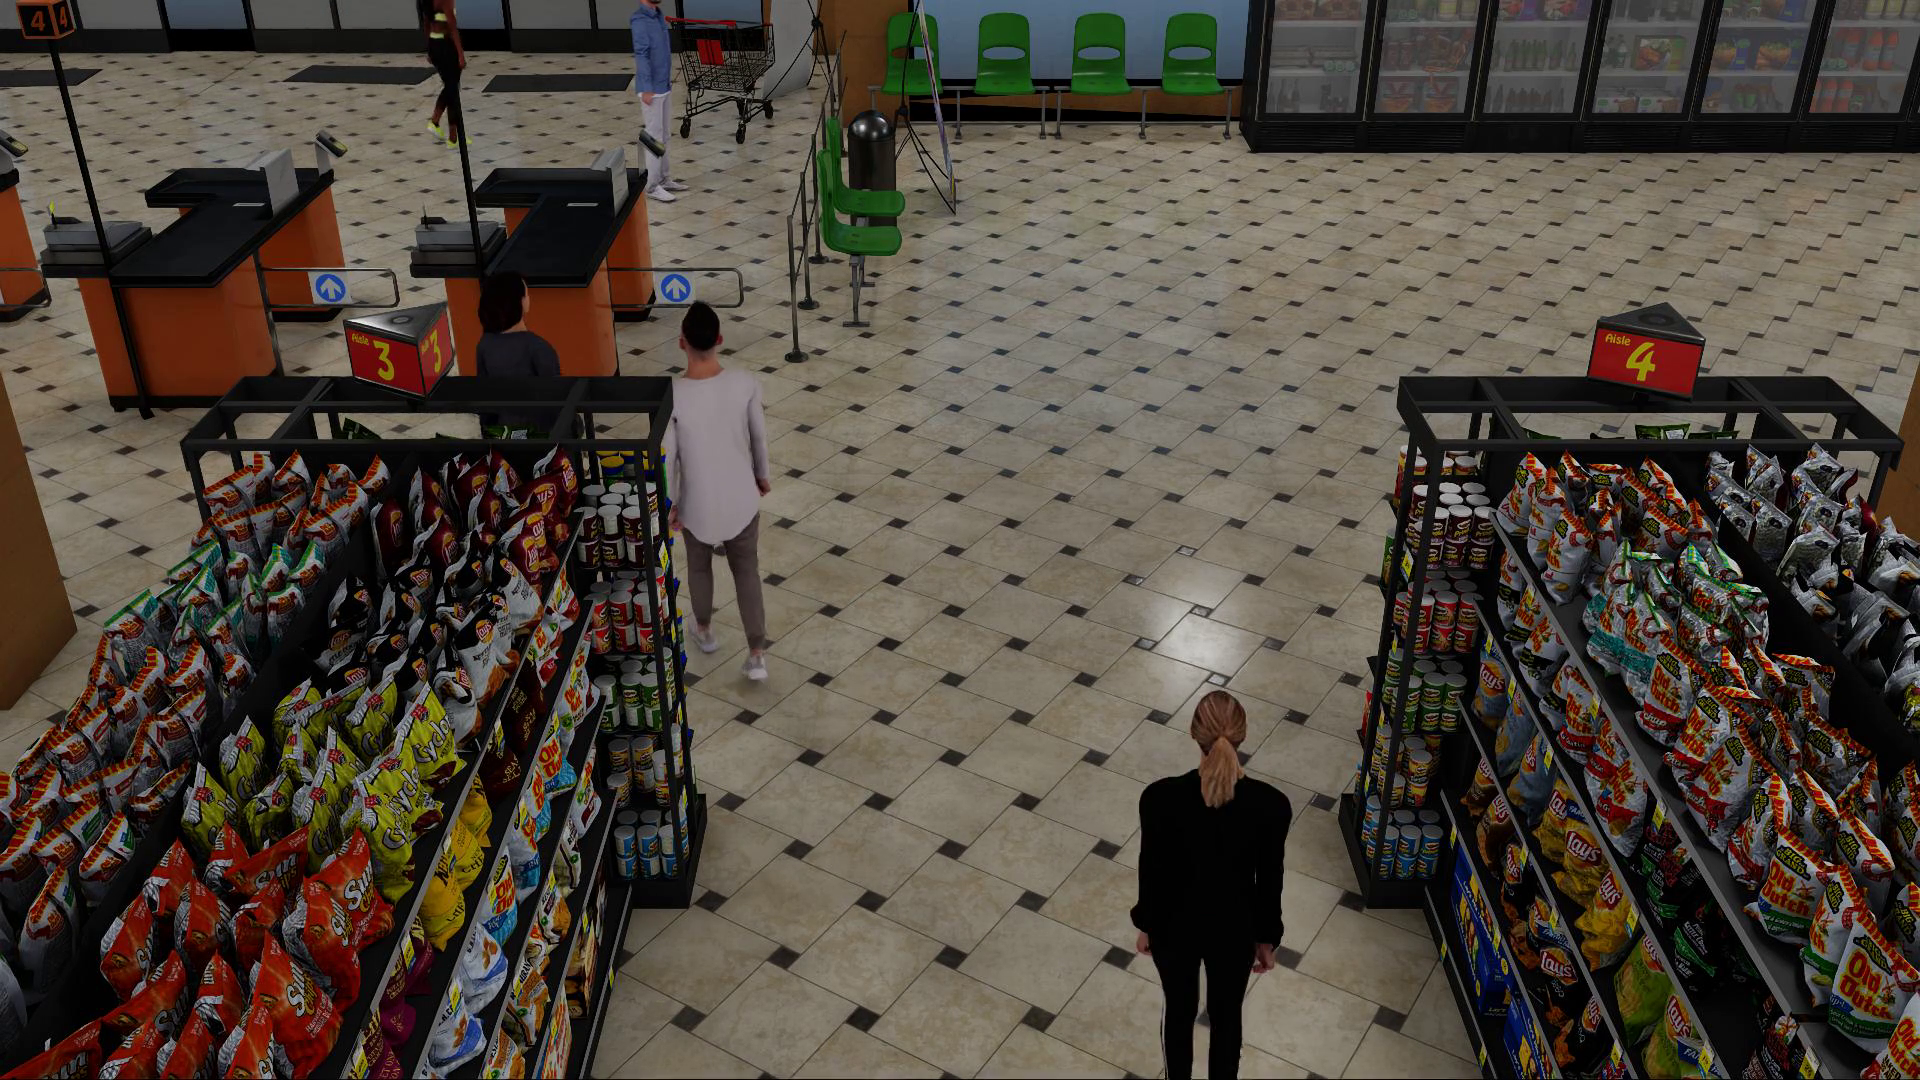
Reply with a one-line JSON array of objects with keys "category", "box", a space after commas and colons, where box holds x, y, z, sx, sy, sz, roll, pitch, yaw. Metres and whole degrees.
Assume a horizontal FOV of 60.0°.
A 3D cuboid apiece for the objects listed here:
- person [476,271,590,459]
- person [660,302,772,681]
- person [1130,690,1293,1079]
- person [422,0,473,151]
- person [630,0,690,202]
[{"category": "person", "box": [-2.096, -0.372, 7.942, 0.981, 1.713, 1.212, 15, 32, 25]}, {"category": "person", "box": [-1.069, -0.185, 7.489, 0.900, 1.819, 1.110, -9, 30, -16]}, {"category": "person", "box": [0.734, 1.244, 5.000, 0.666, 1.696, 0.862, 3, 29, 5]}, {"category": "person", "box": [-4.864, -4.478, 15.434, 0.757, 1.741, 0.821, 21, 35, 33]}, {"category": "person", "box": [-2.599, -3.874, 14.174, 0.757, 1.888, 0.563, 6, 29, 10]}]
